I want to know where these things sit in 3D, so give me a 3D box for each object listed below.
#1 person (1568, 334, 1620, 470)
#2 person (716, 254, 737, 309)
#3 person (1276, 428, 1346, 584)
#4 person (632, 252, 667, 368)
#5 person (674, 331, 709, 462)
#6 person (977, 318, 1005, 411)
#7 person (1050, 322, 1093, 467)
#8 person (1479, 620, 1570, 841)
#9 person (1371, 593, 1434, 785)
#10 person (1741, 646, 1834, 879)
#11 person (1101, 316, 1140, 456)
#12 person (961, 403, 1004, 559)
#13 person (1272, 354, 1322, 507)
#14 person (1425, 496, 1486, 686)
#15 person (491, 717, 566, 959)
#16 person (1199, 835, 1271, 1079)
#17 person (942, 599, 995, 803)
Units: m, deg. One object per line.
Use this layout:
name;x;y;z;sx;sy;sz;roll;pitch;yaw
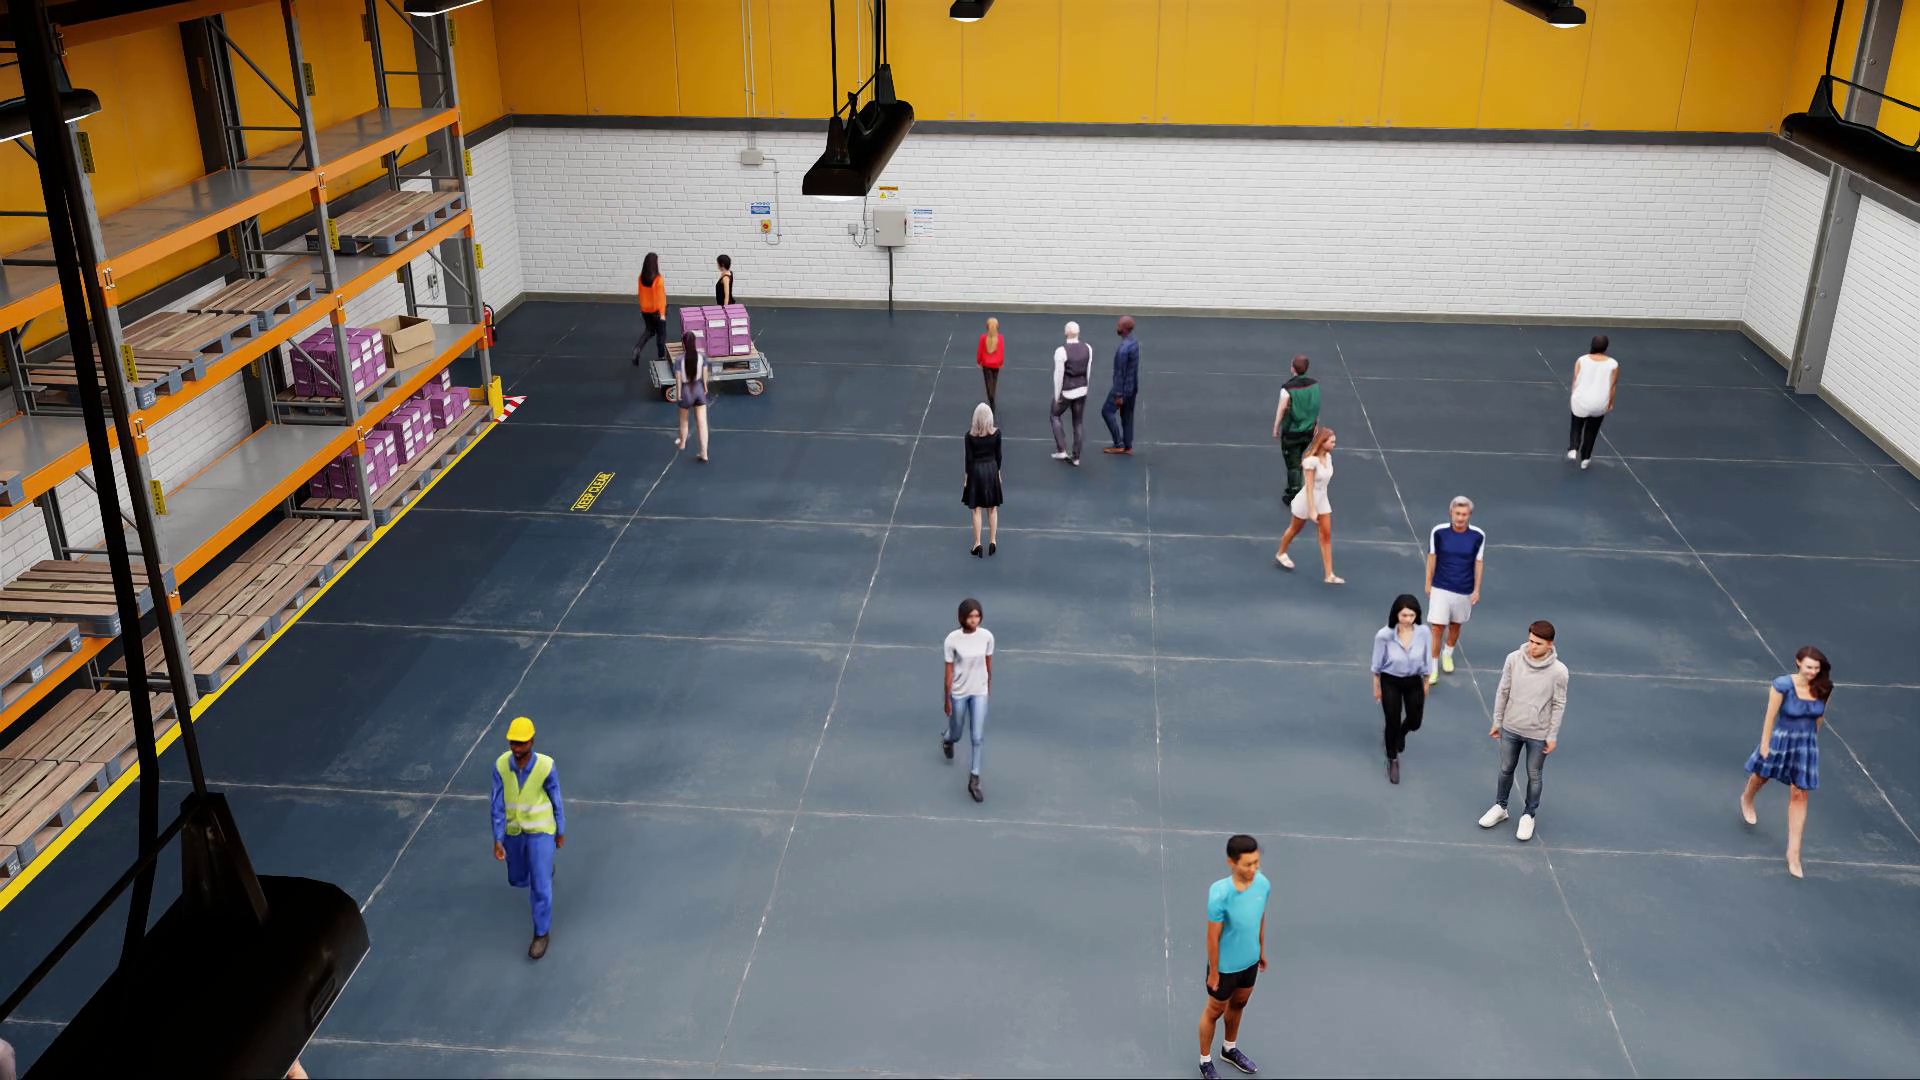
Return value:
person;7.740;-1.693;20.457;0.752;1.674;0.754;11;26;23
person;-3.462;-3.490;24.718;0.614;1.553;0.469;0;24;-1
person;3.632;-0.383;17.505;1.062;1.638;1.206;-15;28;-31
person;-4.480;-3.258;23.960;0.877;1.736;0.989;17;29;34
person;-3.297;-1.762;20.677;0.922;1.623;1.052;-13;27;-27
person;0.424;-2.357;22.489;0.655;1.263;0.955;-4;24;-10
person;1.416;-1.765;20.450;0.820;1.811;0.831;-11;26;-24
person;4.453;1.460;13.021;0.760;1.852;0.763;17;29;34
person;3.644;1.182;13.813;0.666;1.727;0.761;0;24;-1
person;6.332;1.603;12.812;0.666;1.758;1.149;0;24;1
person;2.124;-1.915;20.794;0.829;1.811;0.727;11;26;24
person;0.251;-0.654;17.990;0.669;1.747;0.670;-6;24;-13
person;3.932;-1.229;19.205;0.816;1.826;0.868;-9;25;-20
person;4.579;0.414;15.451;0.711;1.823;0.954;5;24;12
person;-3.039;2.024;11.803;0.651;1.796;0.992;2;24;4
person;1.709;2.623;10.456;0.690;1.775;0.721;-14;27;-30
person;0.033;1.253;13.681;0.822;1.704;1.078;-7;25;-16
